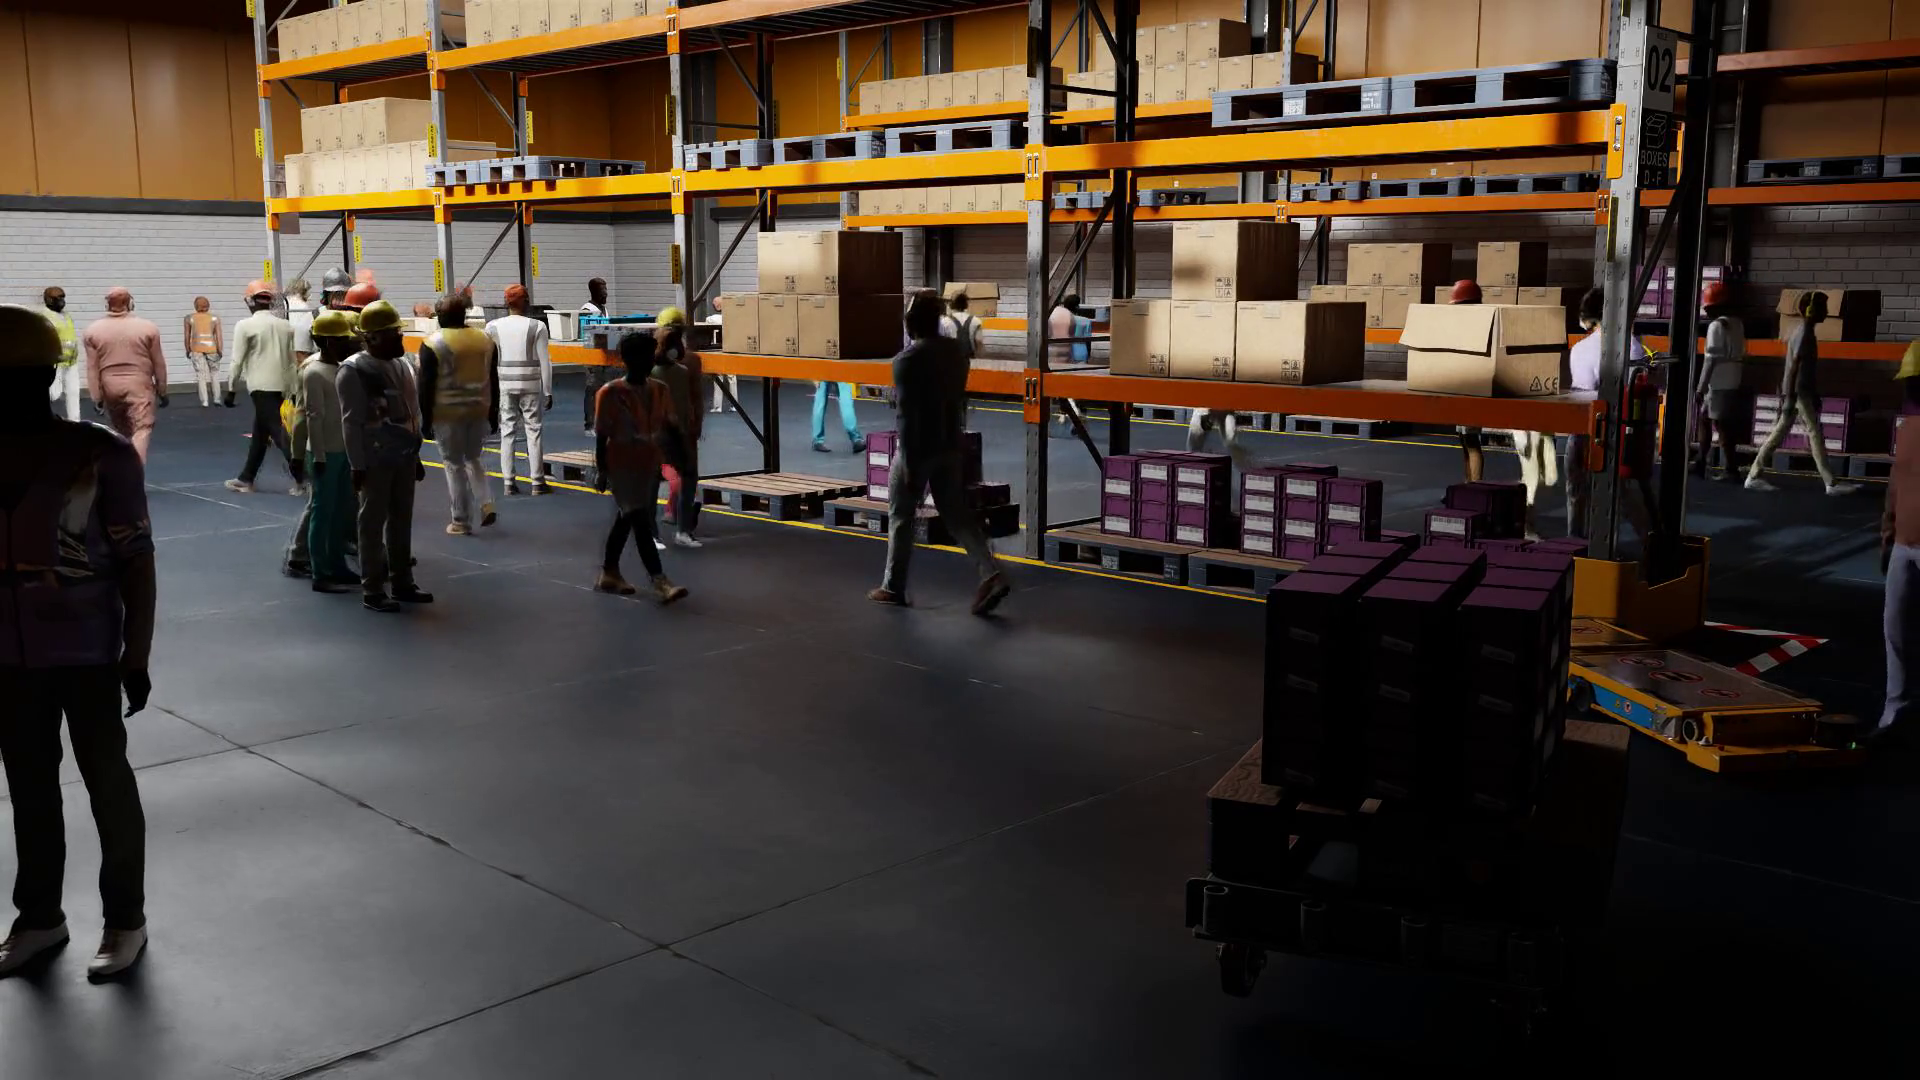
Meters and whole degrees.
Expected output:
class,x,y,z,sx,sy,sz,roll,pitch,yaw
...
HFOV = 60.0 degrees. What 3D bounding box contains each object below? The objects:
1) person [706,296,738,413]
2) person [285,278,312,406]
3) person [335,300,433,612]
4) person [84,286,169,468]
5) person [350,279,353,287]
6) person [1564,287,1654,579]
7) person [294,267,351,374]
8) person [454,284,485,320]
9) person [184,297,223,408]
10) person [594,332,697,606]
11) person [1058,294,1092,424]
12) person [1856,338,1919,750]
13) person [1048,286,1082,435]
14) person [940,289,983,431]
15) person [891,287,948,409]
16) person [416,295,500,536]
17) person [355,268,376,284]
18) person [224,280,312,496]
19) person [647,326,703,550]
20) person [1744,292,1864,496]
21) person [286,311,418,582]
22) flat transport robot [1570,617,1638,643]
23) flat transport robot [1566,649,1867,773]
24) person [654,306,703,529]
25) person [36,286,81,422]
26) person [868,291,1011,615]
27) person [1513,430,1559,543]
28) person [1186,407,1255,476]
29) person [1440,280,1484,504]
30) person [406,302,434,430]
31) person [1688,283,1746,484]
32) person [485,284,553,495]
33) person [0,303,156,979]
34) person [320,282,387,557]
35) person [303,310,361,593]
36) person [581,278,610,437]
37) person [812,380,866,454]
class,x,y,z,sx,sy,sz,roll,pitch,yaw
person,-3.336,-2.594,23.347,0.514,1.640,0.310,-6,11,-32
person,-8.239,-2.335,20.978,0.814,1.899,0.656,-8,12,-40
person,-3.407,-0.501,9.904,0.404,1.836,0.600,4,10,21
person,-7.489,-1.340,14.944,0.630,1.879,0.910,-2,9,-10
person,-5.964,-1.593,16.162,0.612,1.980,0.427,-6,11,-33
person,4.202,-0.671,10.736,0.638,1.911,0.809,-4,10,-25
person,-5.037,-1.209,13.623,0.690,2.000,0.538,-6,11,-34
person,-5.928,-2.247,20.587,0.644,1.850,0.838,8,12,41
person,-11.112,-2.763,24.456,0.525,1.605,0.774,-4,10,-22
person,-1.940,-0.434,10.081,0.896,1.637,0.545,7,11,36
person,1.464,-2.359,21.735,0.535,1.693,0.322,1,9,7
person,4.029,0.038,6.859,0.493,1.752,0.547,-1,9,-5
person,1.144,-2.107,19.820,0.631,1.823,0.700,-6,11,-34
person,-0.008,-1.955,18.980,0.523,1.796,1.005,-3,10,-16
person,-0.359,-1.440,15.628,0.996,1.860,0.660,7,12,37
person,-3.810,-0.935,12.624,0.449,1.827,0.634,8,12,41
person,-7.554,-2.430,21.126,0.390,2.042,0.607,4,10,21
person,-6.183,-1.352,14.873,1.045,1.940,0.608,3,10,19
person,-2.084,-0.714,11.908,0.586,1.615,0.513,9,13,44
person,7.597,-1.312,14.938,0.970,1.816,0.545,4,10,26
person,-4.007,-0.599,10.733,0.981,1.754,0.634,1,9,9
flat transport robot,2.749,0.552,8.238,1.431,0.197,0.652,-2,9,-10
flat transport robot,3.187,0.709,7.277,0.652,0.197,1.431,-2,9,-9
person,-2.190,-0.937,12.882,0.520,1.737,0.775,-8,12,-39
person,-10.945,-2.147,20.066,0.721,1.824,0.632,1,9,8
person,-0.132,-0.505,9.760,0.622,1.908,0.971,-9,13,-43
person,4.183,-0.769,12.246,0.504,1.612,0.478,-7,11,-35
person,2.169,-1.159,13.830,0.599,1.890,0.983,-8,12,-40
person,4.262,-1.218,14.025,0.377,1.926,0.551,1,9,7
person,-6.739,-2.174,20.870,0.529,1.605,0.714,-8,12,-41
person,7.089,-1.481,15.758,0.593,1.887,0.822,-8,12,-42
person,-3.933,-1.335,14.874,0.586,1.882,0.340,0,9,2
person,-2.587,0.299,4.726,0.590,1.926,0.388,1,9,5
person,-4.111,-0.810,11.517,0.387,1.926,0.579,6,11,32
person,-3.920,-0.557,10.468,0.328,1.767,0.531,1,9,5
person,-4.419,-2.214,20.162,0.371,1.916,0.597,1,9,6
person,-1.347,-1.831,18.156,0.595,1.796,0.966,-7,12,-36
